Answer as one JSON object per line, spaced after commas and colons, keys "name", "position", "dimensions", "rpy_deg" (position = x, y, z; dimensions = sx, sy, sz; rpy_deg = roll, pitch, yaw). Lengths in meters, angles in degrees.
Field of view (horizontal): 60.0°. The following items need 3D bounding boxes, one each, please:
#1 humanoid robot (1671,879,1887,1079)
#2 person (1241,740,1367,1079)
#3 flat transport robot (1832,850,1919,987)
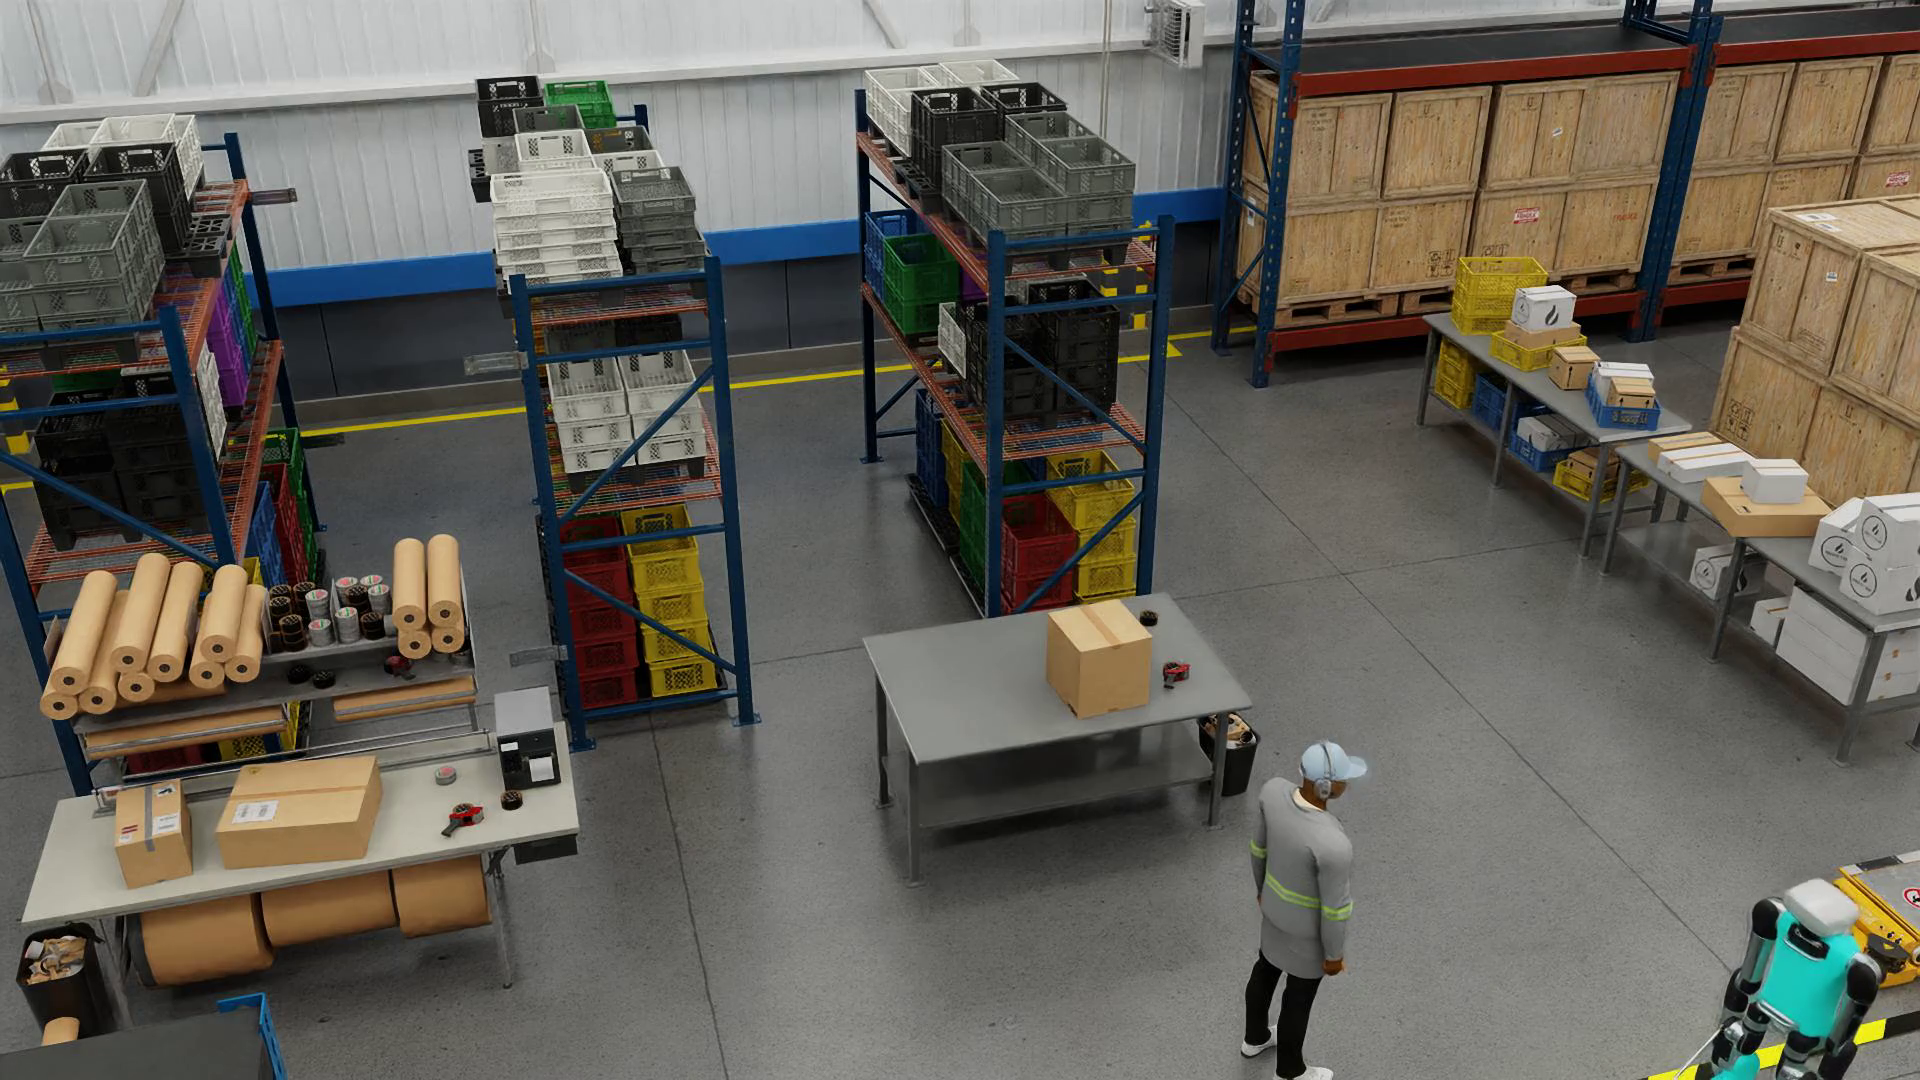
{"name": "humanoid robot", "position": [3.133, 2.185, 6.660], "dimensions": [0.907, 1.764, 0.540], "rpy_deg": [-15, 32, -25]}
{"name": "person", "position": [1.548, 1.671, 7.477], "dimensions": [0.396, 1.850, 0.597], "rpy_deg": [-14, 32, -23]}
{"name": "flat transport robot", "position": [5.163, 1.916, 8.676], "dimensions": [1.431, 0.231, 0.659], "rpy_deg": [-8, 30, -14]}
